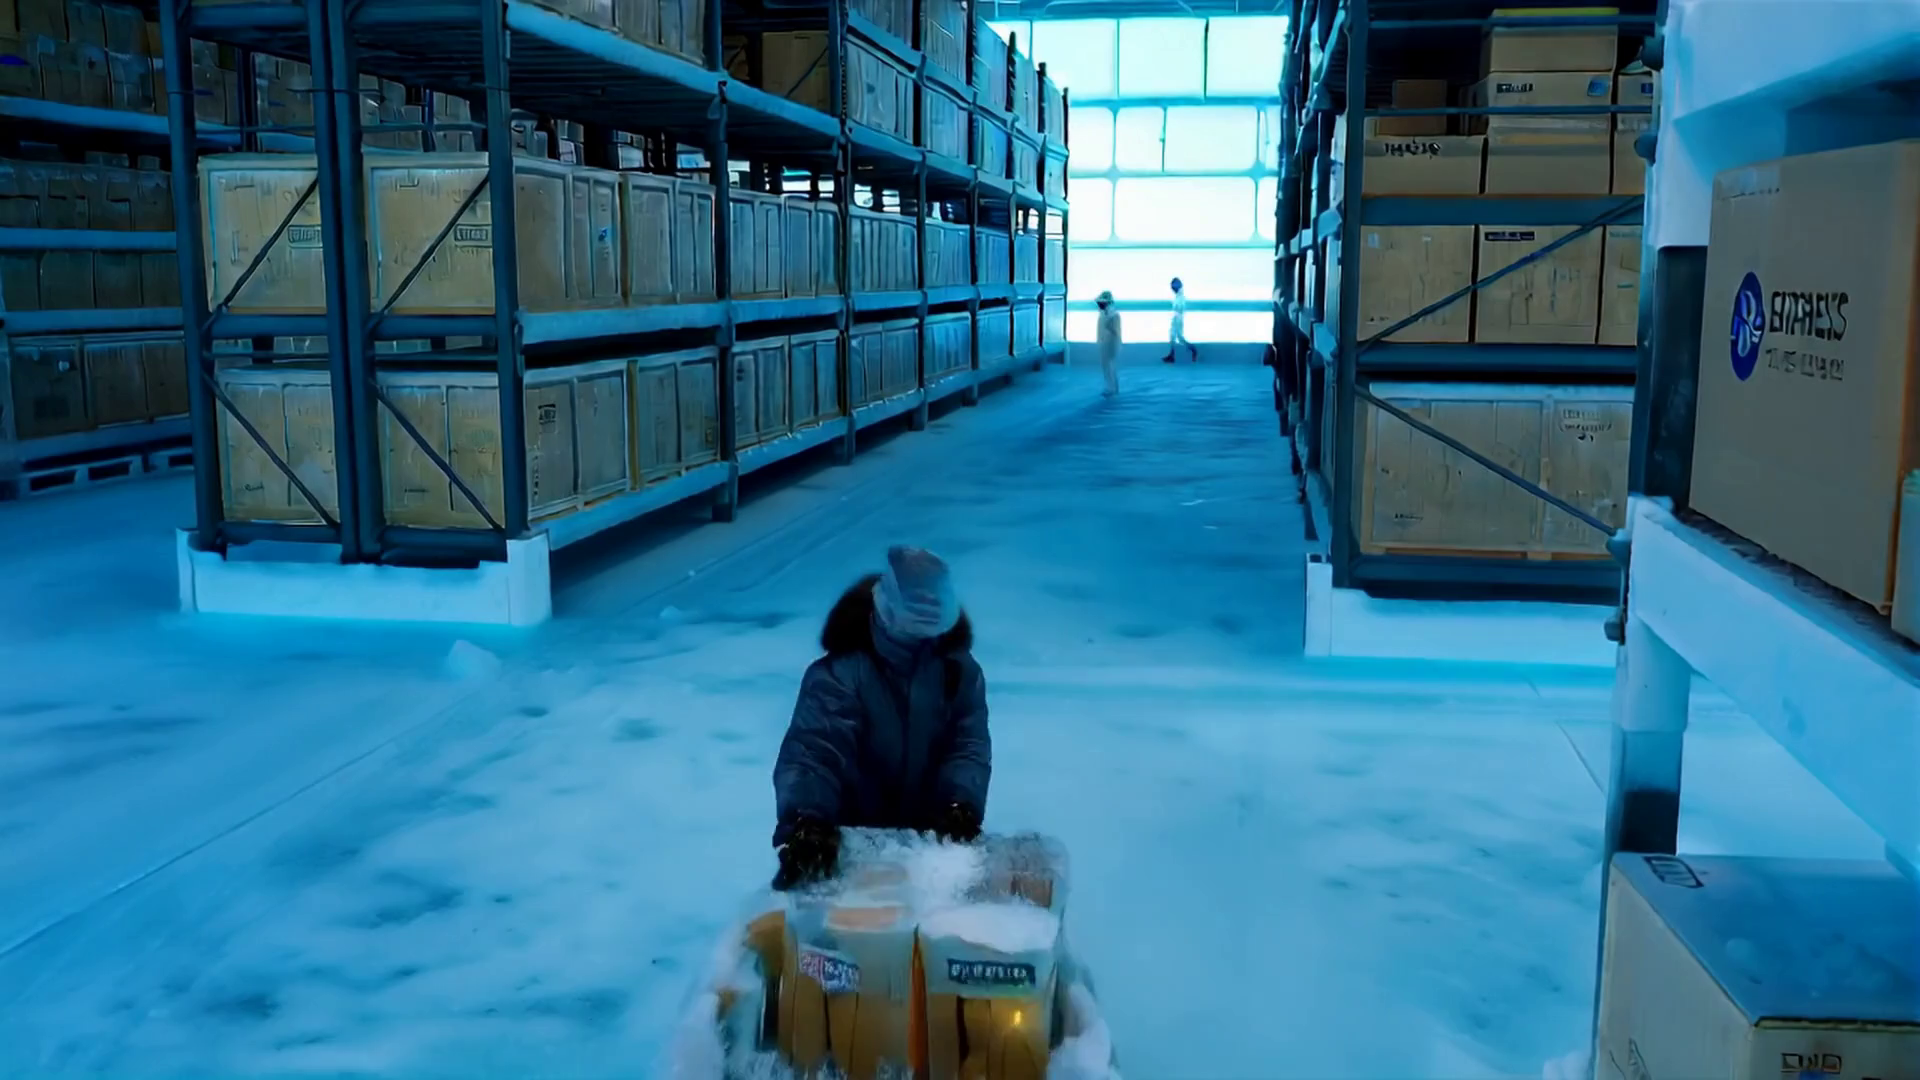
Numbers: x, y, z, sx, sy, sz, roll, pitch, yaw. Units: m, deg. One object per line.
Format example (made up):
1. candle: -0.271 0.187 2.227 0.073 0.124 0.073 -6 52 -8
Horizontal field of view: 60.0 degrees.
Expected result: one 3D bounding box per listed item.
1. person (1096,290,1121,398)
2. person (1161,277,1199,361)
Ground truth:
1. person: 2.382 -3.147 26.785 0.326 1.755 0.489 -7 12 -38
2. person: 4.992 -4.977 37.572 0.769 1.914 0.557 2 9 10
